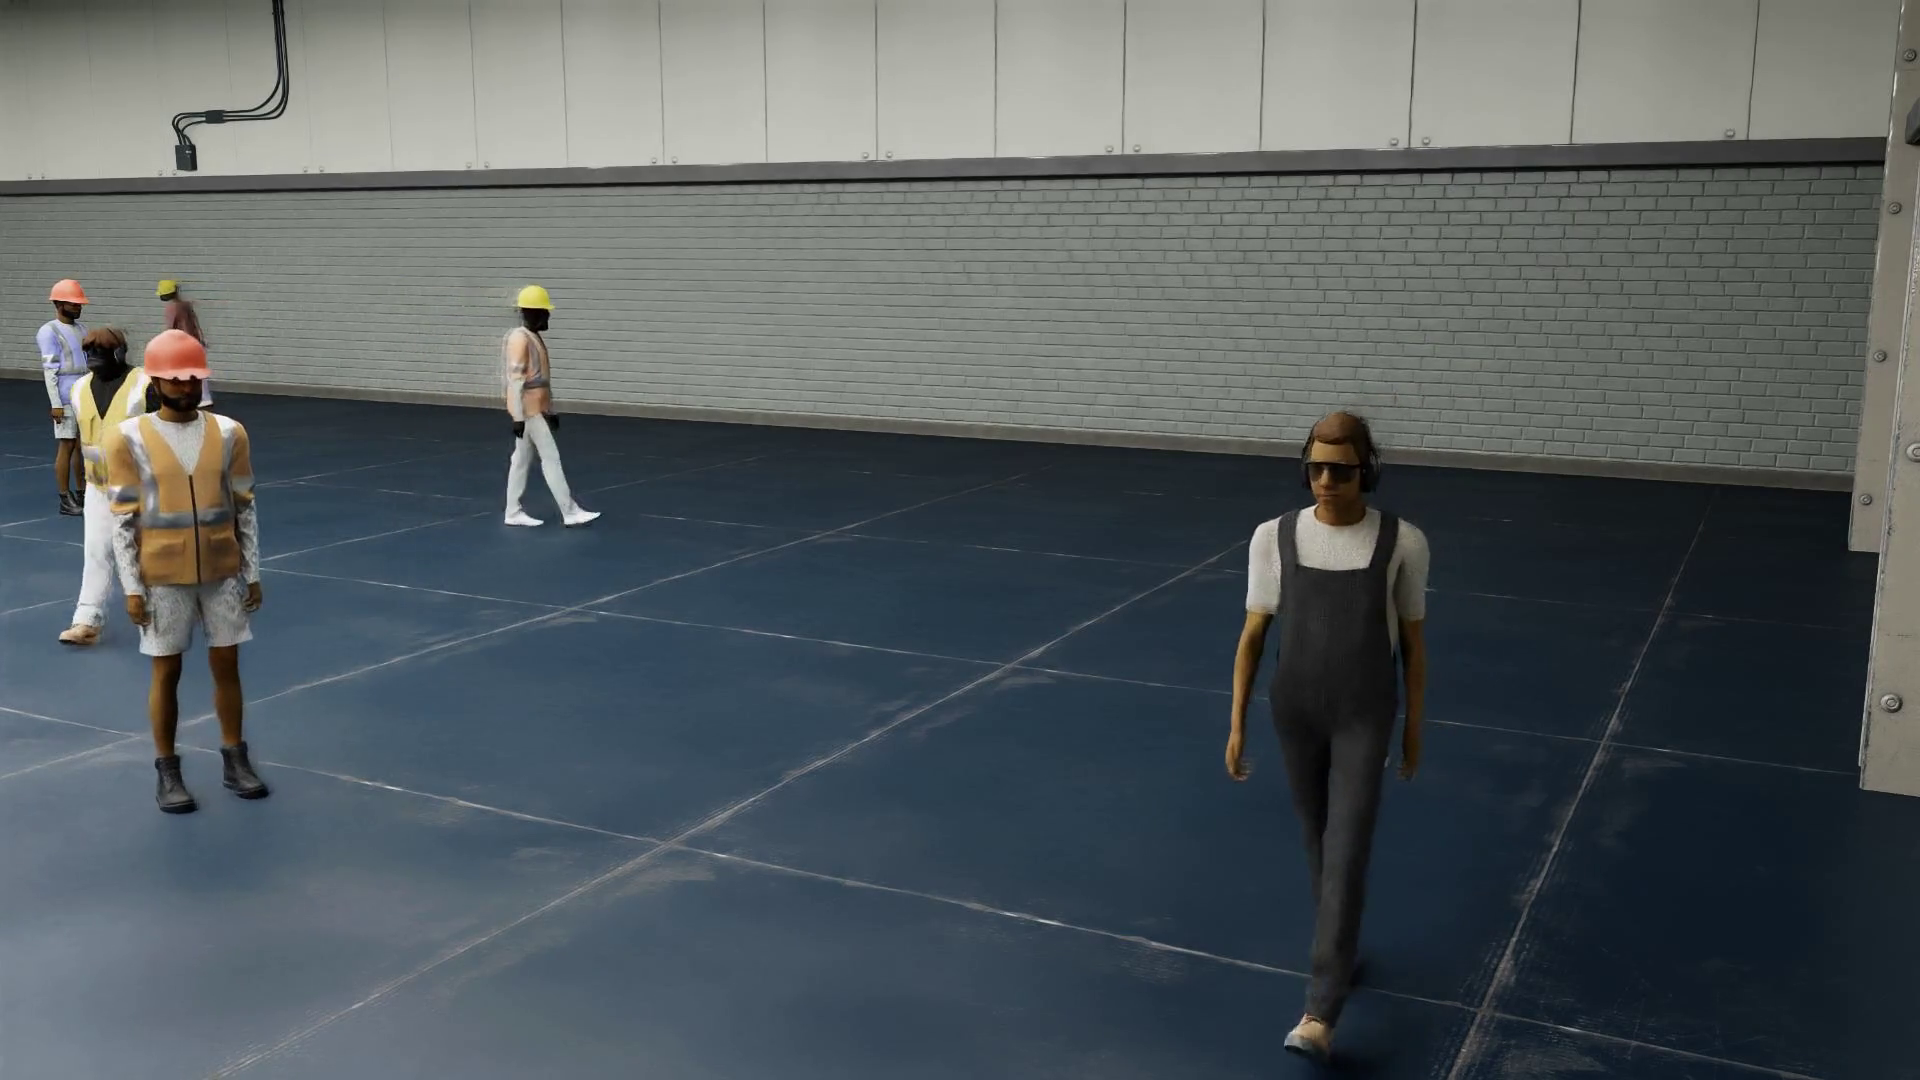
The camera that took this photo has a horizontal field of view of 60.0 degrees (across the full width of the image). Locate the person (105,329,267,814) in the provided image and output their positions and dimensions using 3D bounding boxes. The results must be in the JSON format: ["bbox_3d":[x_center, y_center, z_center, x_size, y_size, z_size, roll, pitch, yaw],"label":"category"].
[{"bbox_3d":[-3.077,0.128,6.674,0.556,1.932,0.381,-9,13,-39],"label":"person"}]

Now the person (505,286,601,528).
[{"bbox_3d":[-3.215,-1.029,13.037,0.871,1.893,0.612,-1,10,-4],"label":"person"}]

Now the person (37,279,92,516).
[{"bbox_3d":[-7.290,-1.172,13.722,0.363,1.934,0.553,1,10,6],"label":"person"}]

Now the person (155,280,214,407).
[{"bbox_3d":[-10.401,-2.602,22.126,0.839,1.703,0.590,-1,10,-6],"label":"person"}]

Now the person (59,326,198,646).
[{"bbox_3d":[-4.771,-0.325,9.520,0.639,1.793,0.979,1,10,6],"label":"person"}]

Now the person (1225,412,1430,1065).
[{"bbox_3d":[1.024,0.542,4.750,0.526,1.793,0.960,5,11,25],"label":"person"}]
